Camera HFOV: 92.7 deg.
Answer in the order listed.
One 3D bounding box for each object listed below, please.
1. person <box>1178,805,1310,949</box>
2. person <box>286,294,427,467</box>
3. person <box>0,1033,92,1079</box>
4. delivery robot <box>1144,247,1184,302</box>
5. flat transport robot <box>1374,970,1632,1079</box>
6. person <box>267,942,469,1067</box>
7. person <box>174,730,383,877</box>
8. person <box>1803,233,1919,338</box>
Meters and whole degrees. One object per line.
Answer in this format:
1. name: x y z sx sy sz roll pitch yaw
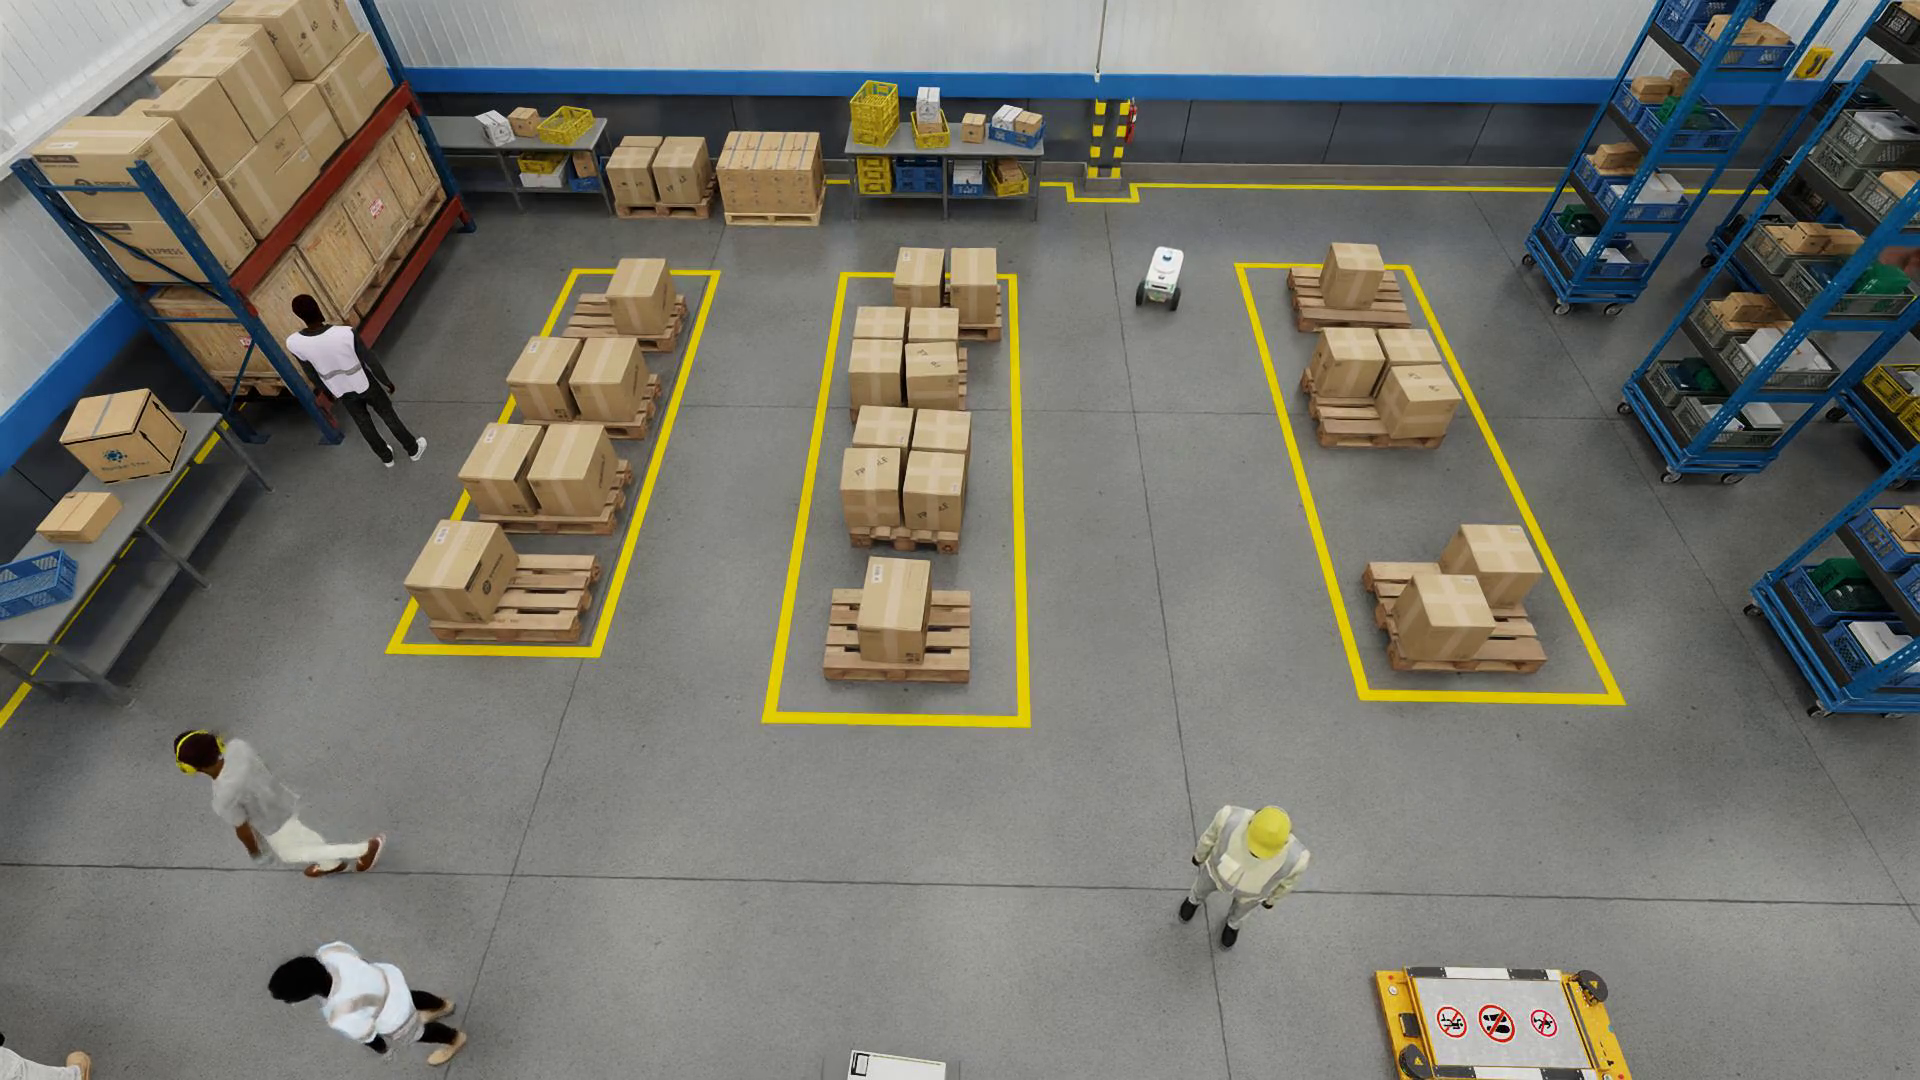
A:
1. person: 1.745 2.099 5.762 0.590 1.823 0.403 28 56 21
2. person: -5.679 -1.453 8.598 0.598 1.917 0.375 -14 52 -11
3. person: -5.704 2.947 5.058 0.429 1.847 0.625 35 59 25
4. delivery robot: 2.407 -3.161 10.802 0.477 0.478 0.707 14 52 11
5. flat transport robot: 3.501 3.133 5.914 1.431 0.197 0.652 1 51 1
6. person: -3.383 2.726 5.339 0.356 1.683 0.561 -31 57 -23
7. person: -4.457 1.808 5.993 0.571 1.840 0.576 -14 52 -11
8. person: 9.699 -2.874 9.739 0.931 1.956 0.618 -31 57 -23
